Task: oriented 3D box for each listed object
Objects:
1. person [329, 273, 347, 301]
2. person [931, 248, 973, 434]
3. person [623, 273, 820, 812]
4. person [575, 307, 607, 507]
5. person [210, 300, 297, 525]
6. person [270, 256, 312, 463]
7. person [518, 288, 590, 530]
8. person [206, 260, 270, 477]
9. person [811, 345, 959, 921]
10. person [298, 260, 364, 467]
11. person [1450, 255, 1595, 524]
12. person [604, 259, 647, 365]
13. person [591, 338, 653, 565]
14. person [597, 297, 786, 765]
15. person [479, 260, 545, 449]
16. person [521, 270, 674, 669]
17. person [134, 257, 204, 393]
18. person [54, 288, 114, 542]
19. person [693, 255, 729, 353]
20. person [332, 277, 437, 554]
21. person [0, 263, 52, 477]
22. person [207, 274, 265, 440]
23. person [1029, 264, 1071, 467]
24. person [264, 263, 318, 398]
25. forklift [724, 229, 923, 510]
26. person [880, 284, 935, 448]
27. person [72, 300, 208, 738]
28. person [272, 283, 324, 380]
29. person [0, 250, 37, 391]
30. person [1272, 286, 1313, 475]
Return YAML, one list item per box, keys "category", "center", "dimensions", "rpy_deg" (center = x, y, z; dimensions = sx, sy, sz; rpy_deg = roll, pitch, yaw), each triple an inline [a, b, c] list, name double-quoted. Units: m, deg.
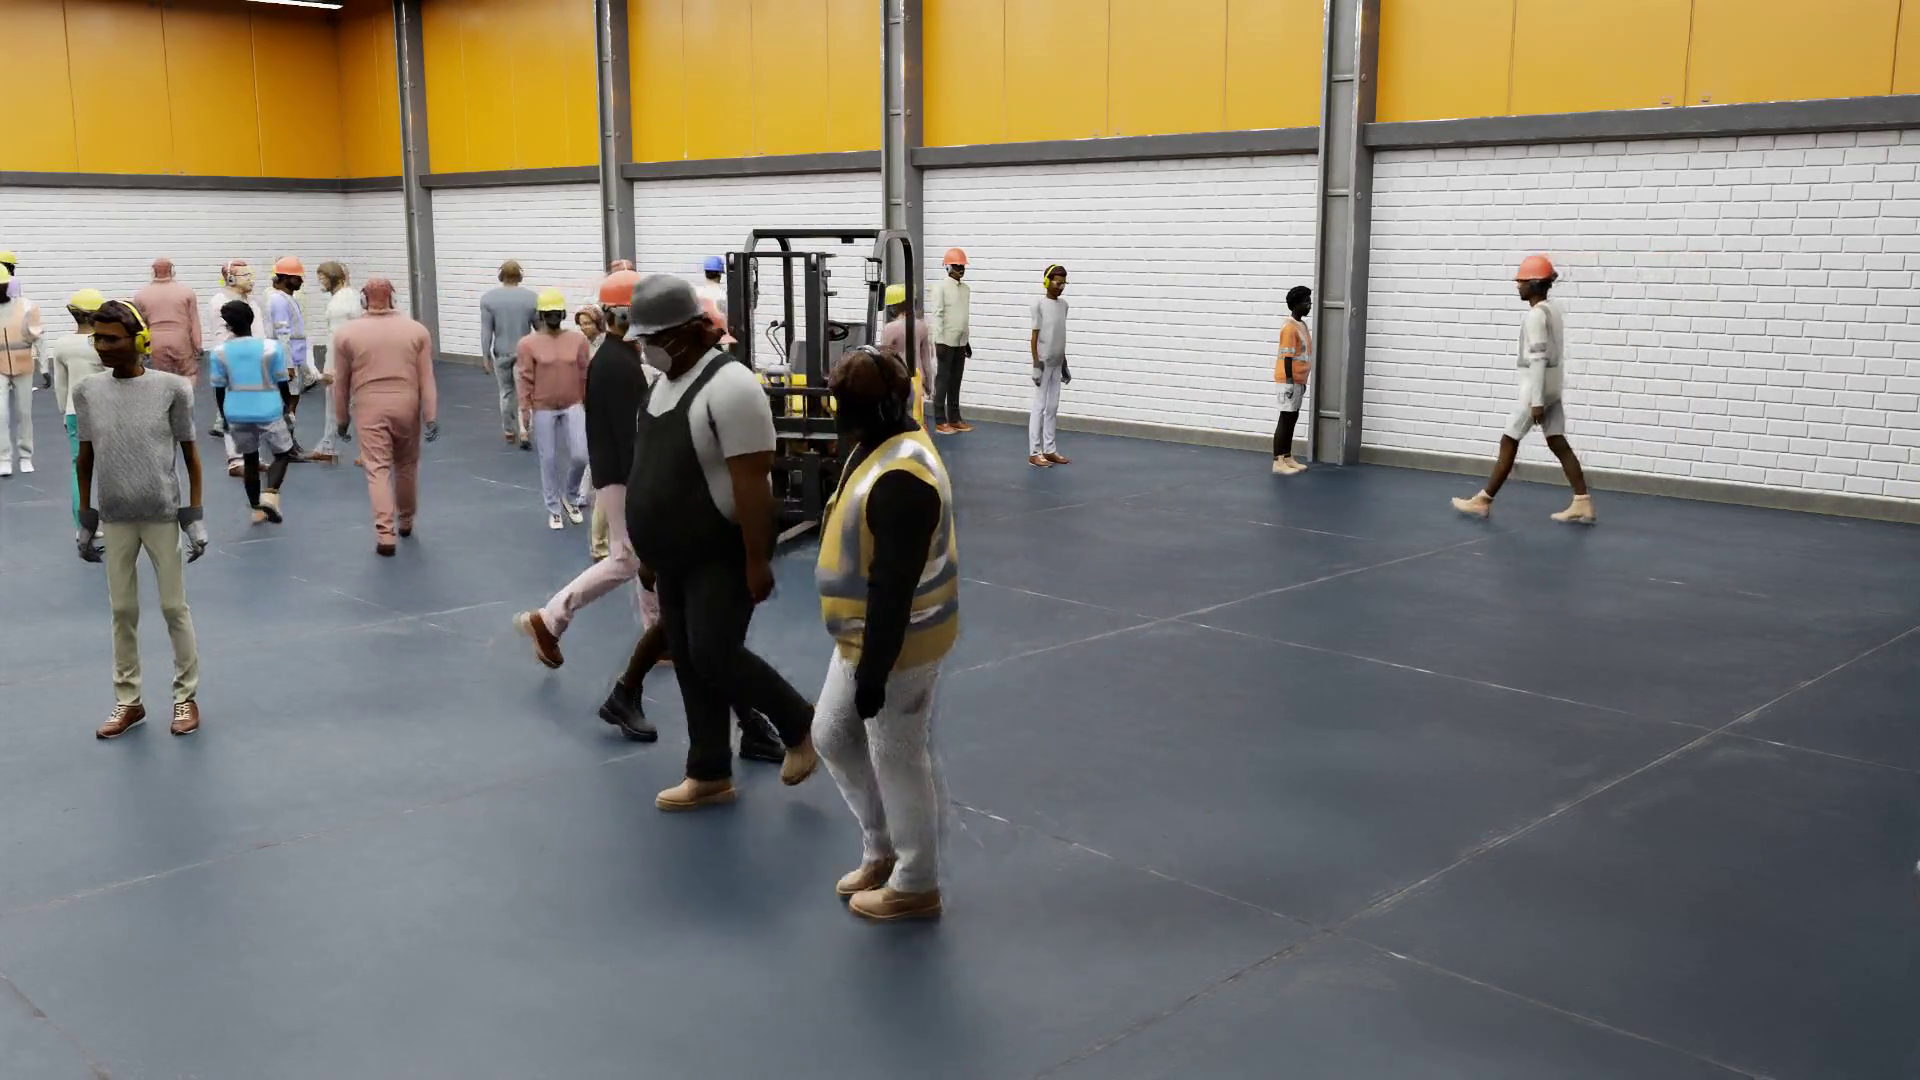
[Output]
- category: "person"
  center: [-8.581, -2.889, 23.009]
  dimensions: [0.265, 1.632, 0.507]
  rpy_deg: [-3, 11, -16]
- category: "person"
  center: [-0.068, -2.151, 17.994]
  dimensions: [0.388, 1.996, 0.612]
  rpy_deg: [7, 13, 35]
- category: "person"
  center: [-0.914, -0.003, 6.162]
  dimensions: [0.662, 2.000, 0.735]
  rpy_deg: [-8, 13, -36]
- category: "person"
  center: [-2.845, -1.077, 13.293]
  dimensions: [0.522, 1.577, 0.961]
  rpy_deg: [2, 11, 12]
- category: "person"
  center: [-5.142, -0.914, 12.110]
  dimensions: [0.555, 1.675, 0.509]
  rpy_deg: [-1, 10, -7]
- category: "person"
  center: [-6.292, -1.700, 15.703]
  dimensions: [0.373, 1.933, 0.551]
  rpy_deg: [-3, 11, -15]
- category: "person"
  center: [-2.919, -0.943, 12.051]
  dimensions: [0.552, 1.752, 0.386]
  rpy_deg: [-5, 11, -24]
- category: "person"
  center: [-6.365, -1.520, 14.789]
  dimensions: [0.408, 1.913, 0.643]
  rpy_deg: [1, 10, 5]
- category: "person"
  center: [-0.251, 0.319, 5.035]
  dimensions: [0.494, 1.813, 0.661]
  rpy_deg: [-1, 10, -8]
- category: "person"
  center: [-5.713, -1.582, 15.163]
  dimensions: [0.934, 1.895, 0.640]
  rpy_deg: [-2, 11, -12]
- category: "person"
  center: [4.272, -1.109, 12.362]
  dimensions: [1.066, 1.986, 0.636]
  rpy_deg: [7, 12, 33]
- category: "person"
  center: [-3.126, -1.664, 15.584]
  dimensions: [0.407, 1.909, 0.639]
  rpy_deg: [-4, 11, -19]
- category: "person"
  center: [-2.048, -0.549, 10.350]
  dimensions: [0.853, 1.584, 0.561]
  rpy_deg: [9, 14, 39]
- category: "person"
  center: [-1.113, -0.046, 6.807]
  dimensions: [1.006, 1.894, 0.554]
  rpy_deg: [4, 11, 19]
- category: "person"
  center: [-4.491, -1.872, 16.781]
  dimensions: [0.644, 1.898, 1.013]
  rpy_deg: [-3, 11, -14]
- category: "person"
  center: [-1.683, -0.314, 8.055]
  dimensions: [0.833, 1.974, 0.624]
  rpy_deg: [-2, 11, -10]
- category: "person"
  center: [-8.671, -2.151, 18.269]
  dimensions: [0.662, 1.890, 0.454]
  rpy_deg: [-2, 11, -12]
- category: "person"
  center: [-6.014, -0.858, 11.577]
  dimensions: [0.529, 1.765, 0.327]
  rpy_deg: [3, 11, 14]
- category: "person"
  center: [-2.694, -2.090, 17.876]
  dimensions: [0.611, 1.922, 0.673]
  rpy_deg: [4, 11, 22]
- category: "person"
  center: [-3.944, -0.865, 11.401]
  dimensions: [0.652, 1.841, 1.036]
  rpy_deg: [-5, 11, -24]
- category: "person"
  center: [-8.403, -1.494, 14.715]
  dimensions: [0.608, 1.889, 0.881]
  rpy_deg: [-7, 12, -32]
- category: "person"
  center: [-7.473, -1.915, 17.302]
  dimensions: [0.918, 1.788, 0.590]
  rpy_deg: [6, 12, 28]
- category: "person"
  center: [0.851, -1.616, 15.443]
  dimensions: [0.335, 1.865, 0.521]
  rpy_deg: [9, 14, 42]
- category: "person"
  center: [-8.840, -2.758, 21.902]
  dimensions: [0.593, 1.788, 0.827]
  rpy_deg: [2, 11, 10]
- category: "forklift"
  center: [-1.050, -1.319, 12.920]
  dimensions: [1.214, 2.155, 2.313]
  rpy_deg: [2, 11, 13]
- category: "person"
  center: [-0.493, -1.381, 14.602]
  dimensions: [0.977, 1.697, 0.527]
  rpy_deg: [9, 14, 39]
- category: "person"
  center: [-3.486, -0.084, 7.081]
  dimensions: [0.523, 1.865, 0.317]
  rpy_deg: [-1, 10, -7]
- category: "person"
  center: [-9.631, -3.199, 24.205]
  dimensions: [0.830, 1.808, 0.647]
  rpy_deg: [1, 10, 4]
- category: "person"
  center: [-12.980, -2.985, 22.736]
  dimensions: [0.595, 1.923, 0.381]
  rpy_deg: [4, 11, 22]
- category: "person"
  center: [2.979, -1.426, 14.884]
  dimensions: [0.322, 1.689, 0.530]
  rpy_deg: [4, 11, 22]
